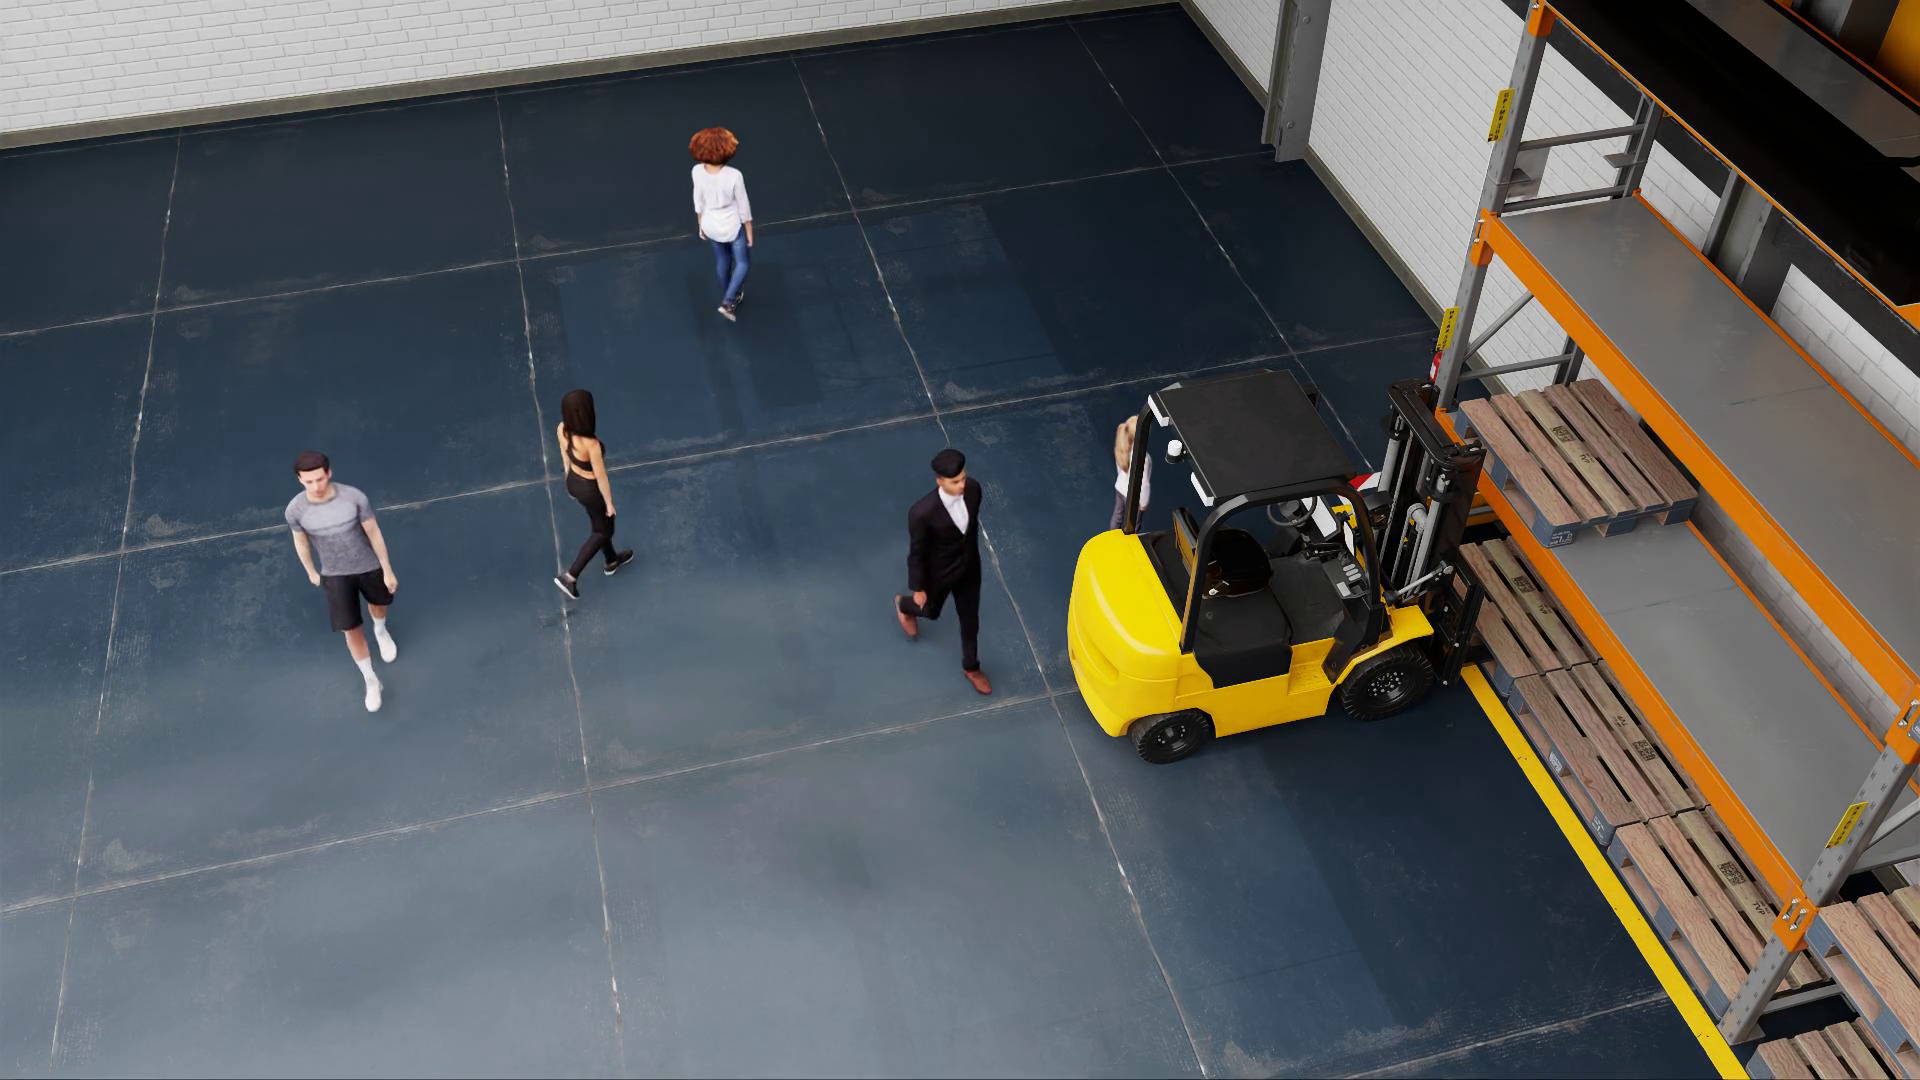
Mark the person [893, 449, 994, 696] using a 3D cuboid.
[{"bbox_3d":[-0.133,0.114,10.479,1.006,1.851,1.279,-27,50,-25],"label":"person"}]

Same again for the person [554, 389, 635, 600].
[{"bbox_3d":[-2.525,-0.283,11.060,0.938,1.627,0.939,28,50,26],"label":"person"}]

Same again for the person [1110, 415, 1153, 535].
[{"bbox_3d":[1.166,-0.341,11.373,0.587,1.278,0.475,-20,47,-19],"label":"person"}]

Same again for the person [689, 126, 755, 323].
[{"bbox_3d":[-1.918,-2.473,13.305,0.883,1.699,0.974,13,45,13],"label":"person"}]

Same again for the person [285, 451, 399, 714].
[{"bbox_3d":[-3.852,0.091,10.507,0.747,1.847,1.042,-17,46,-17],"label":"person"}]
